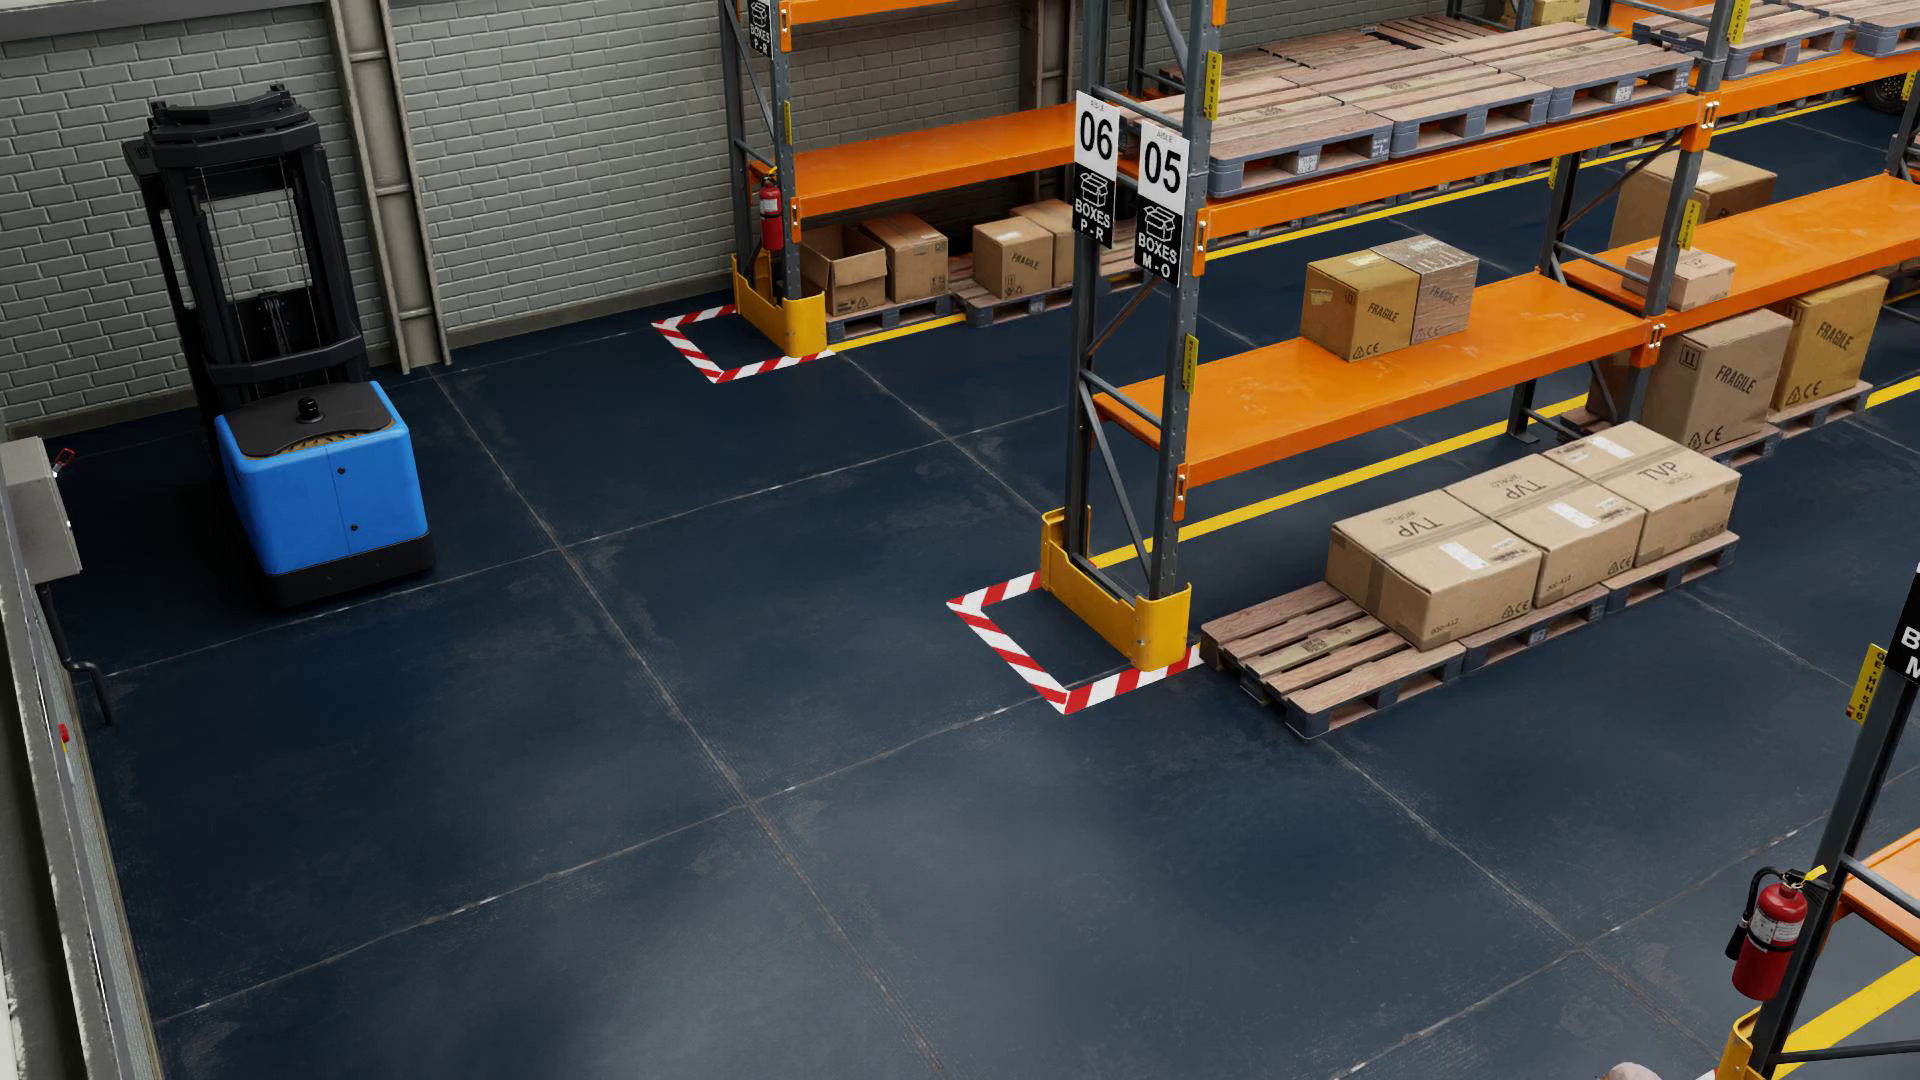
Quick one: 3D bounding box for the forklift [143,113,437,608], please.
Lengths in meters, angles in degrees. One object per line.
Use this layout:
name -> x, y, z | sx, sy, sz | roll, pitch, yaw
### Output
forklift -> -4.289, -1.259, 10.509 | 1.129, 2.768, 1.873 | -17, 36, -26

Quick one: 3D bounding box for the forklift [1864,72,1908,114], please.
forklift -> 11.468, -5.645, 18.244 | 1.214, 2.155, 2.313 | -17, 36, -26

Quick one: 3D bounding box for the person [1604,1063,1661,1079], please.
person -> 2.047, 2.372, 5.618 | 0.572, 1.828, 0.801 | -11, 34, -18
